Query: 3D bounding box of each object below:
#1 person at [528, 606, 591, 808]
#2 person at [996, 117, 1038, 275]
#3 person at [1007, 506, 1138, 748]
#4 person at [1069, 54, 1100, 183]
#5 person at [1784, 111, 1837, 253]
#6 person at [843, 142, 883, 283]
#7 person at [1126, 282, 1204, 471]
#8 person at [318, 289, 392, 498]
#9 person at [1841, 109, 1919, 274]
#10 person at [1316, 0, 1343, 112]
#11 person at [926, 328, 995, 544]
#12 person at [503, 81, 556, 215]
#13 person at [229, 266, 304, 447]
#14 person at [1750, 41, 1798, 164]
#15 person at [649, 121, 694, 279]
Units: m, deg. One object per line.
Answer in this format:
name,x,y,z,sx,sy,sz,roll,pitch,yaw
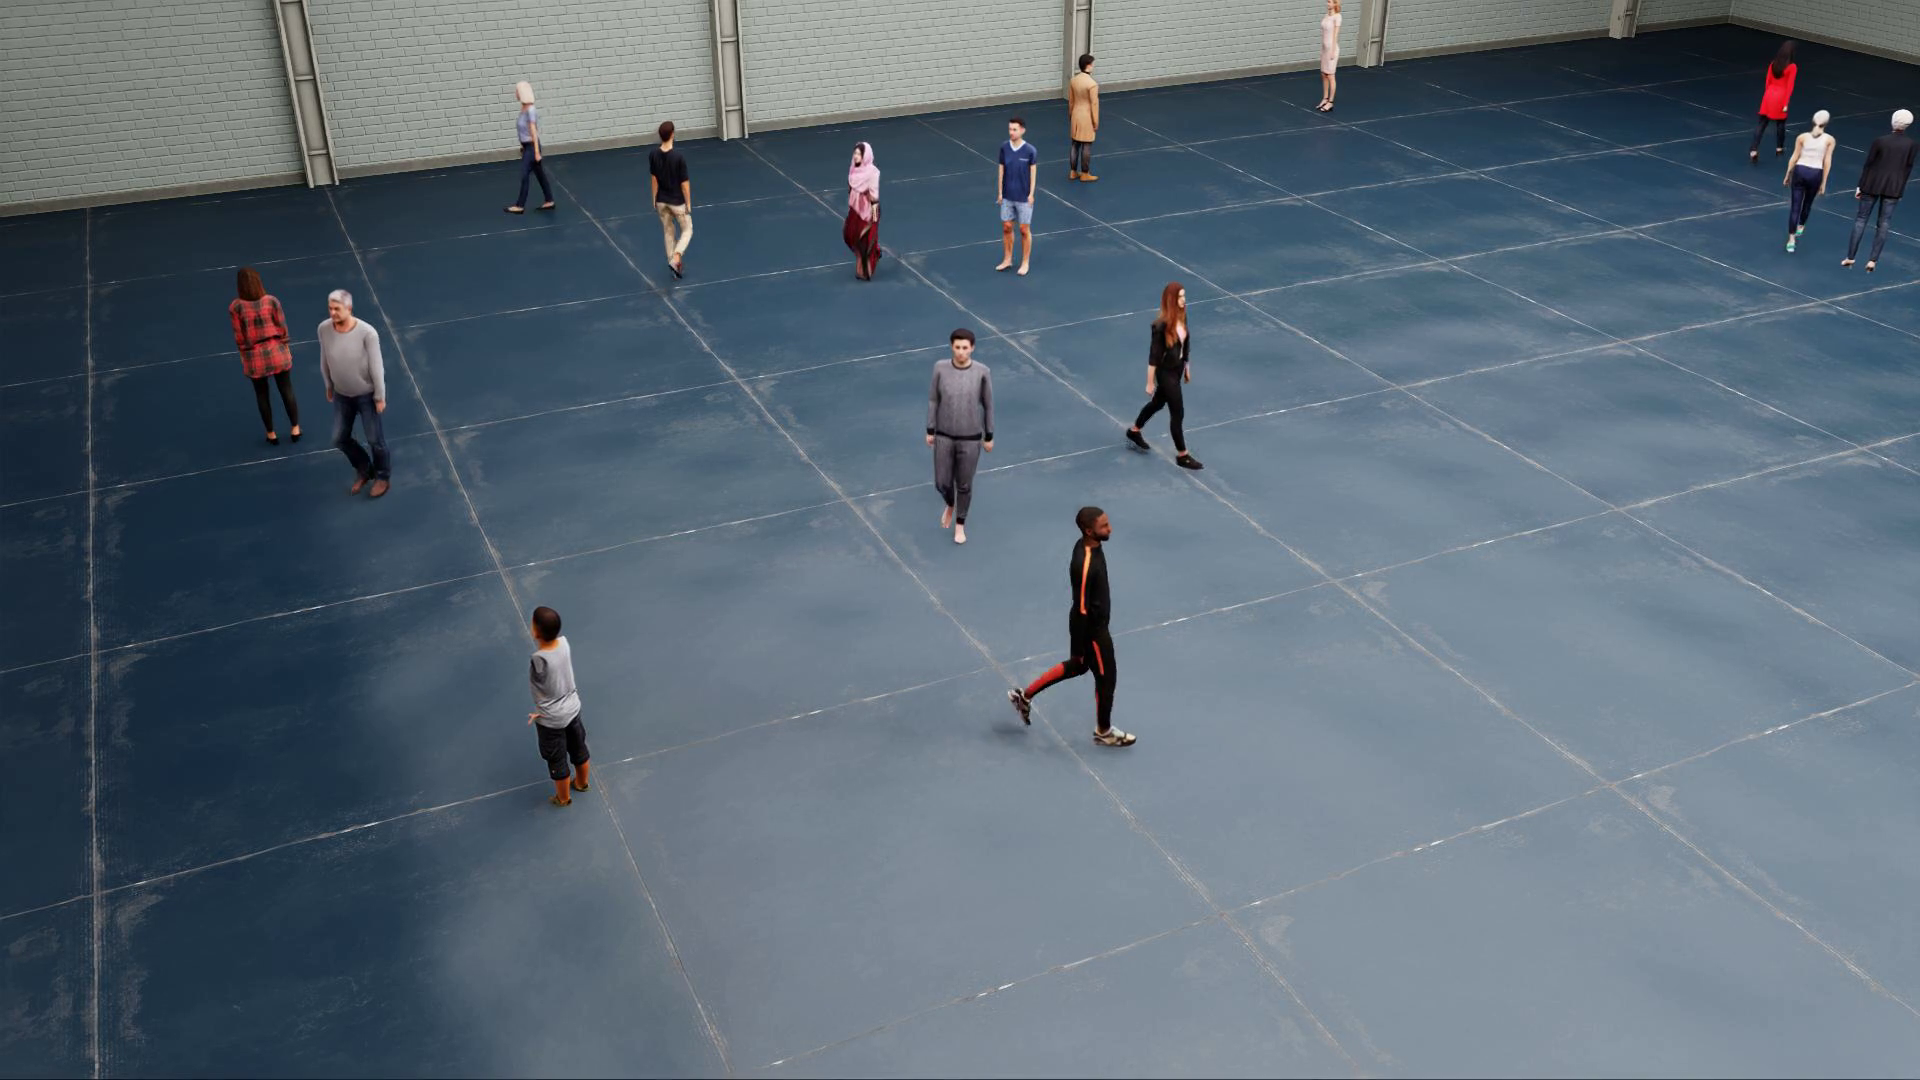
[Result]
person,-2.538,1.006,10.470,0.705,1.457,0.611,15,32,26
person,0.675,-4.073,19.592,0.702,1.846,0.742,13,31,23
person,0.753,0.575,10.940,1.202,1.774,0.976,3,28,5
person,1.706,-5.859,23.074,0.726,1.727,0.726,-25,37,-38
person,10.322,-4.350,20.306,1.070,1.663,1.184,13,31,23
person,-1.069,-3.867,19.428,0.820,1.638,0.786,-24,36,-37
person,1.805,-1.508,14.957,0.989,1.675,1.147,22,35,35
person,-5.149,-1.298,14.331,0.836,1.894,0.932,5,28,10
person,9.916,-3.787,17.964,0.823,1.779,0.784,12,30,21
person,5.935,-7.805,26.619,0.530,1.828,0.571,-10,30,-18
person,-0.010,-0.898,13.642,0.785,1.835,0.897,1,28,3
person,-5.507,-5.110,21.691,0.915,1.704,0.642,-11,30,-19
person,-6.384,-1.697,15.283,0.475,1.703,0.664,-12,30,-21
person,11.594,-6.211,23.767,1.104,1.695,0.743,-18,33,-30
person,-3.361,-3.887,19.244,0.931,1.845,0.966,6,29,11
